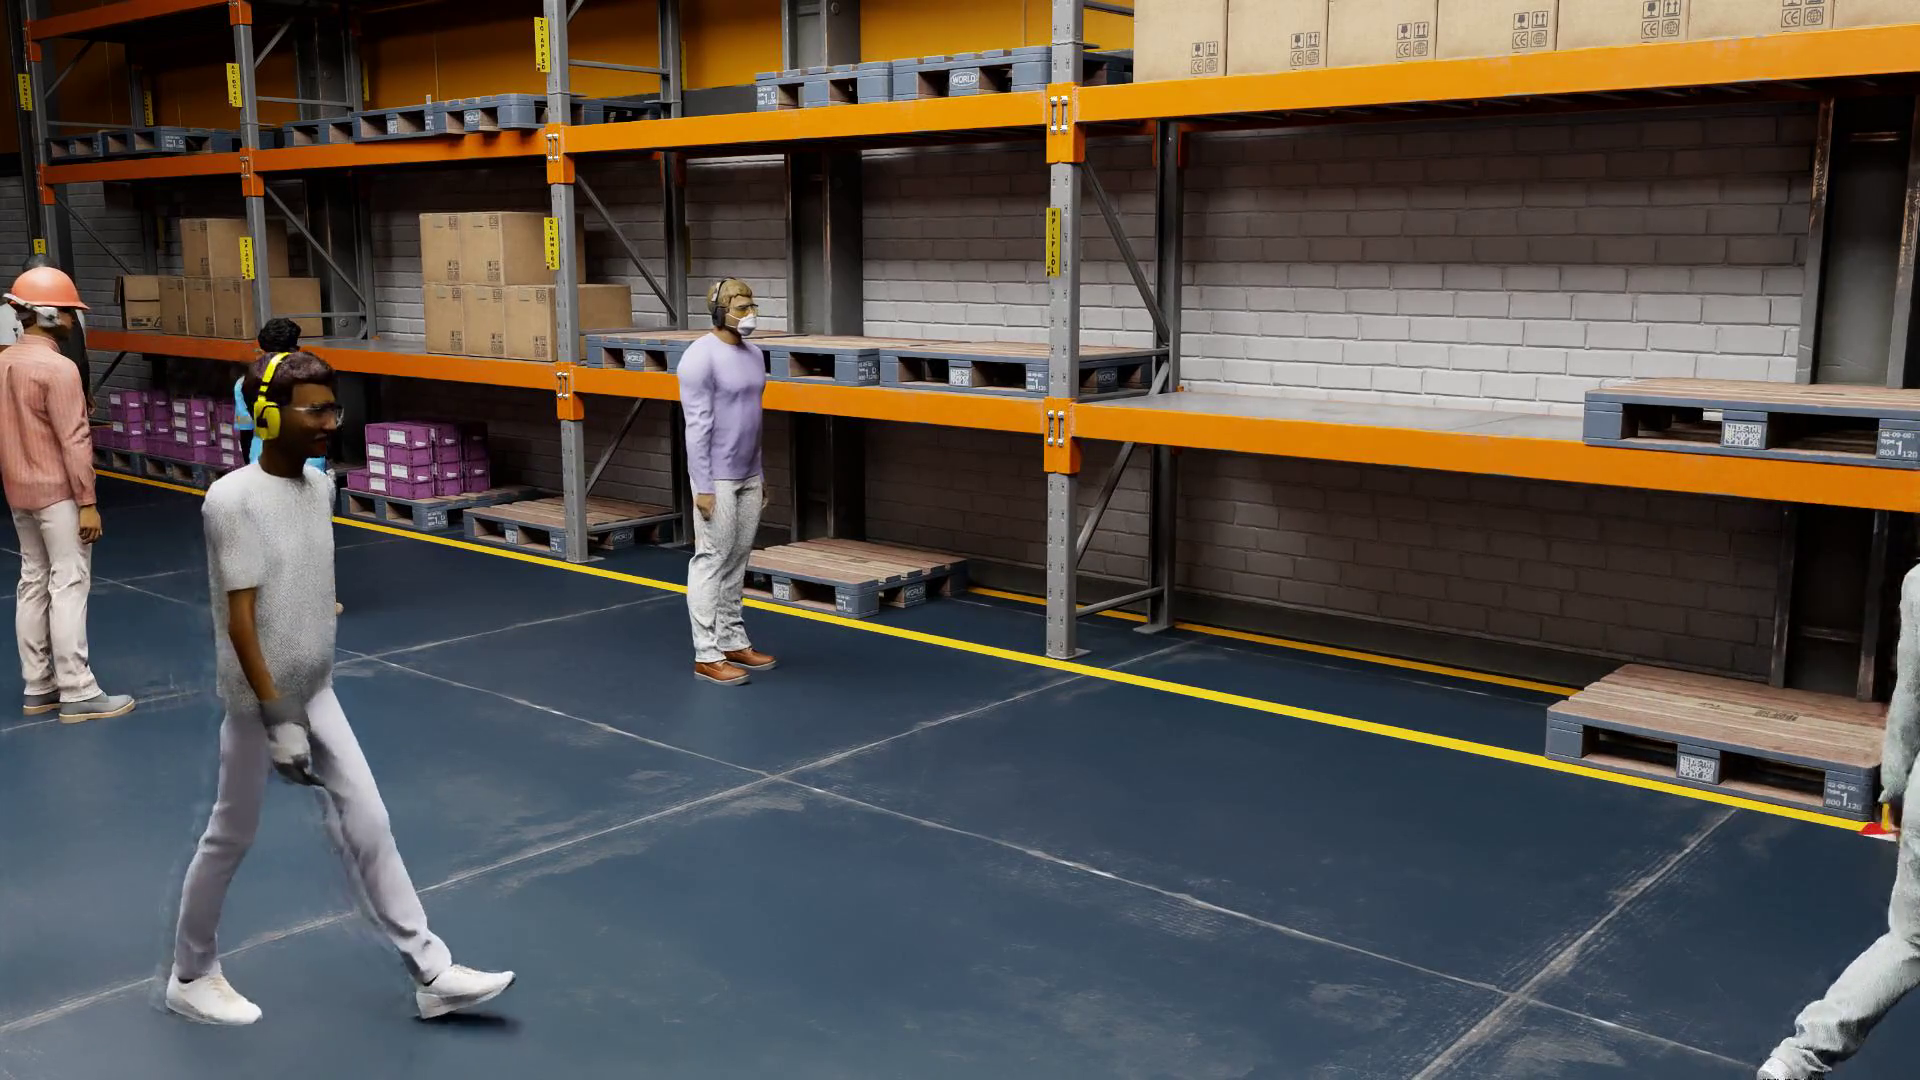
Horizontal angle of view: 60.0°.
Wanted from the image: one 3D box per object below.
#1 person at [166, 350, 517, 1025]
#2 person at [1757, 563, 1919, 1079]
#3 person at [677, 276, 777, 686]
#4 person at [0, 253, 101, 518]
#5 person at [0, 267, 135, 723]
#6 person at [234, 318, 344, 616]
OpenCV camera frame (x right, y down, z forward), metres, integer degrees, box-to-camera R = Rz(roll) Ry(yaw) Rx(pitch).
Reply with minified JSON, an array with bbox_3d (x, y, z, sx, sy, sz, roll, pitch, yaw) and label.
[{"bbox_3d":[-1.723,0.421,4.339,0.994,1.815,0.537,3,10,16],"label":"person"},{"bbox_3d":[2.163,0.595,3.594,0.666,1.727,0.492,-3,10,-17],"label":"person"},{"bbox_3d":[-1.110,-0.289,8.016,0.379,1.940,0.629,4,11,23],"label":"person"},{"bbox_3d":[-6.770,-1.114,12.425,0.535,2.000,0.674,6,12,33],"label":"person"},{"bbox_3d":[-3.984,-0.197,7.337,0.623,1.989,0.399,6,12,33],"label":"person"},{"bbox_3d":[-3.729,-0.382,9.248,0.531,1.692,0.320,-1,10,-3],"label":"person"}]
